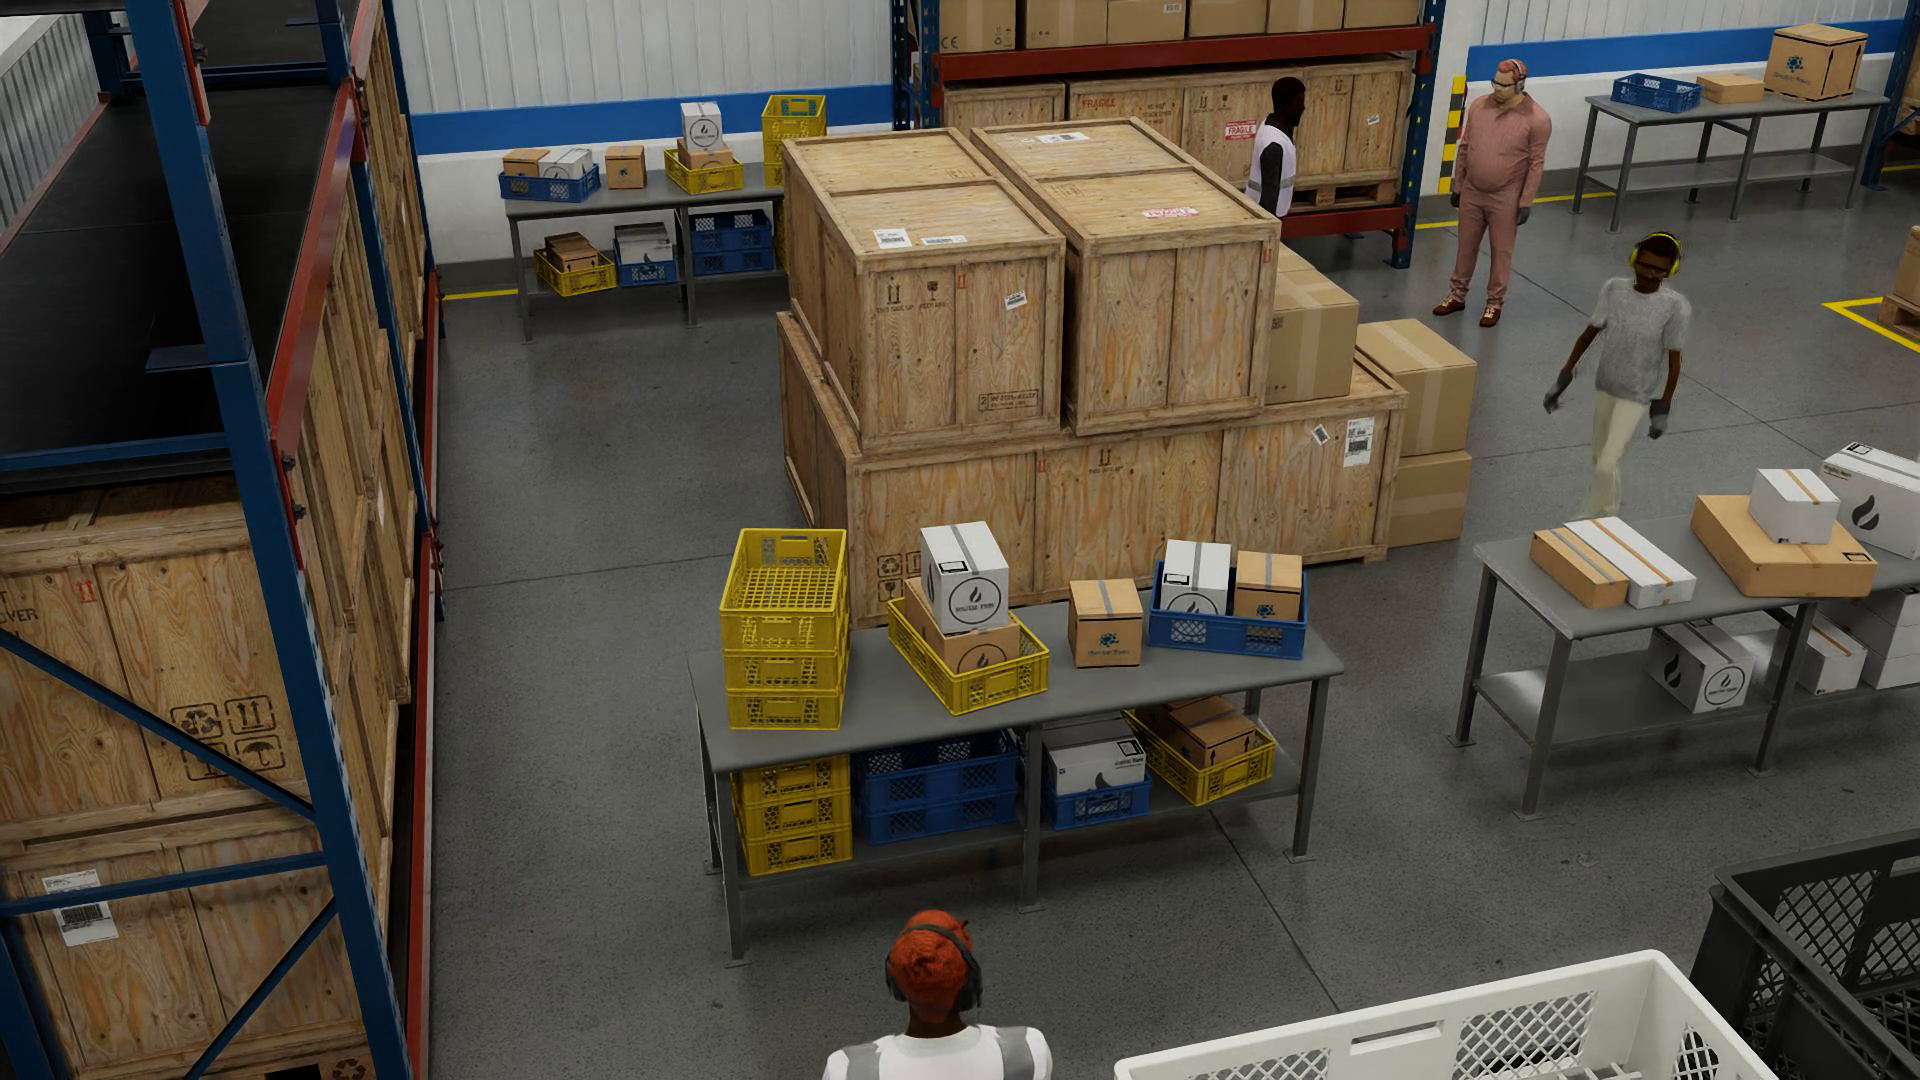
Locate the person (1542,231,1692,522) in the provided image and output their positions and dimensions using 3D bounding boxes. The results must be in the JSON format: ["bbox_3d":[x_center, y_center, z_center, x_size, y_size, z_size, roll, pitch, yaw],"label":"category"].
[{"bbox_3d":[3.469,-0.766,8.874,0.561,1.838,0.605,-17,33,-28],"label":"person"}]

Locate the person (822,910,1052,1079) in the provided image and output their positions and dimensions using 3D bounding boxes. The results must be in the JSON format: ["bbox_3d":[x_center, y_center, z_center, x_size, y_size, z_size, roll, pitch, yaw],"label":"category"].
[{"bbox_3d":[-0.054,1.737,4.279,0.575,1.880,0.356,-5,29,-9],"label":"person"}]

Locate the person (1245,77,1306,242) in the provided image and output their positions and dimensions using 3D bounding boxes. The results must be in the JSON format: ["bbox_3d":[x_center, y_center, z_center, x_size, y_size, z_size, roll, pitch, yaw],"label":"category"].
[{"bbox_3d":[2.127,-2.234,11.461,0.391,1.911,0.586,5,29,9],"label":"person"}]

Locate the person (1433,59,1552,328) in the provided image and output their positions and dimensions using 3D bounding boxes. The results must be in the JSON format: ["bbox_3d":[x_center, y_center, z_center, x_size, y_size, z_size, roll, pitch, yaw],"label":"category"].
[{"bbox_3d":[3.806,-2.482,11.917,0.636,1.903,0.405,24,37,37],"label":"person"}]
